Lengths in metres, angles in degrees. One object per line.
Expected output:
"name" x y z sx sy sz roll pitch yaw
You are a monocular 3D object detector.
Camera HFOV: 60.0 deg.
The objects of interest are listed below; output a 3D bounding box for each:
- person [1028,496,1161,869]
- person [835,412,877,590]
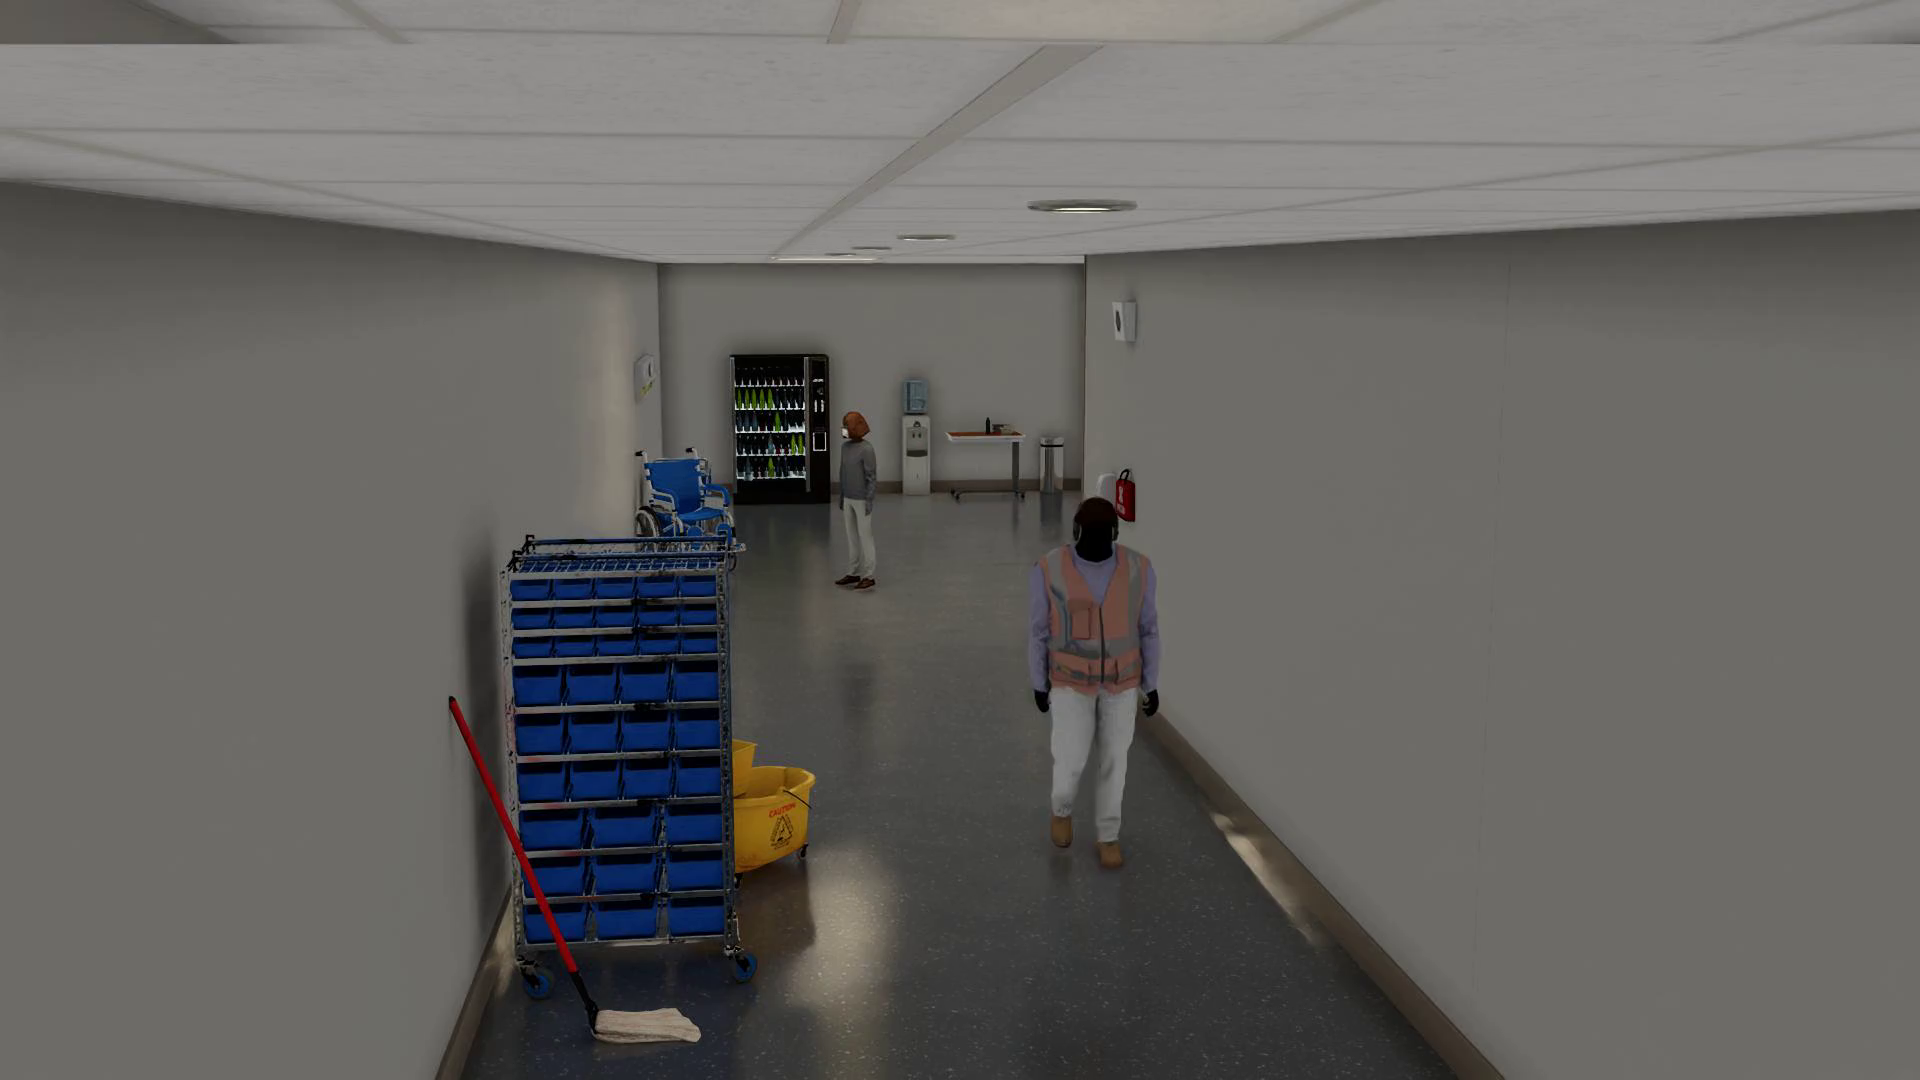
"person" 0.657 0.691 8.093 0.632 1.829 0.433 -1 9 -7
"person" -0.952 -0.364 15.260 0.265 1.632 0.507 -7 11 -37
